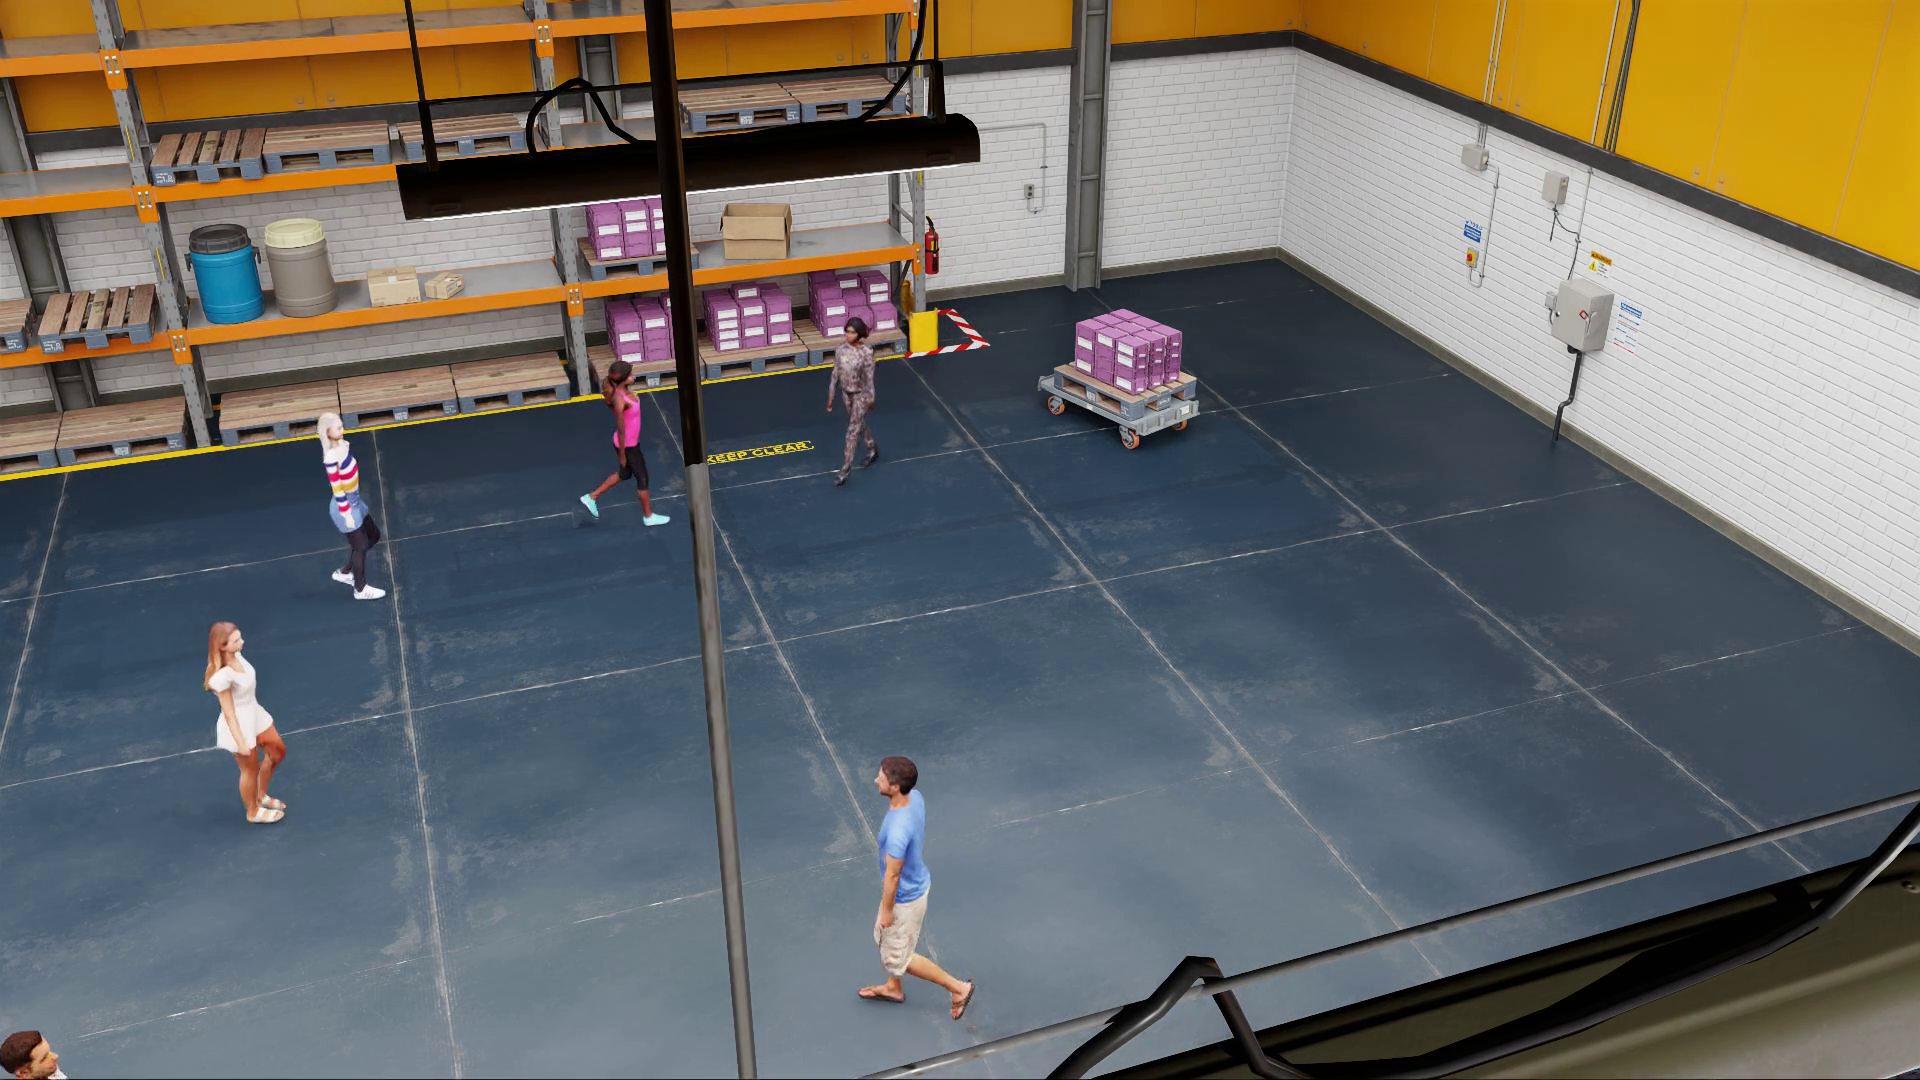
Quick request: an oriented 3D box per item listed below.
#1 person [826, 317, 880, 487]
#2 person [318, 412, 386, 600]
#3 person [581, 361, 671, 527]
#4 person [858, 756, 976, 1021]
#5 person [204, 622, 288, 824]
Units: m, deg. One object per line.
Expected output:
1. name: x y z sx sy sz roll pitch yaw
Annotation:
1. person: -1.002 -1.429 16.642 0.996 1.663 1.174 19 34 30
2. person: -5.375 -0.281 14.396 0.771 1.798 0.739 -3 29 -5
3. person: -3.207 -0.887 15.604 1.120 1.704 0.779 -3 29 -6
4. person: -0.256 2.114 9.953 1.115 1.848 0.961 5 29 9
5. person: -5.100 1.293 11.634 0.684 1.679 0.674 -1 29 -2
